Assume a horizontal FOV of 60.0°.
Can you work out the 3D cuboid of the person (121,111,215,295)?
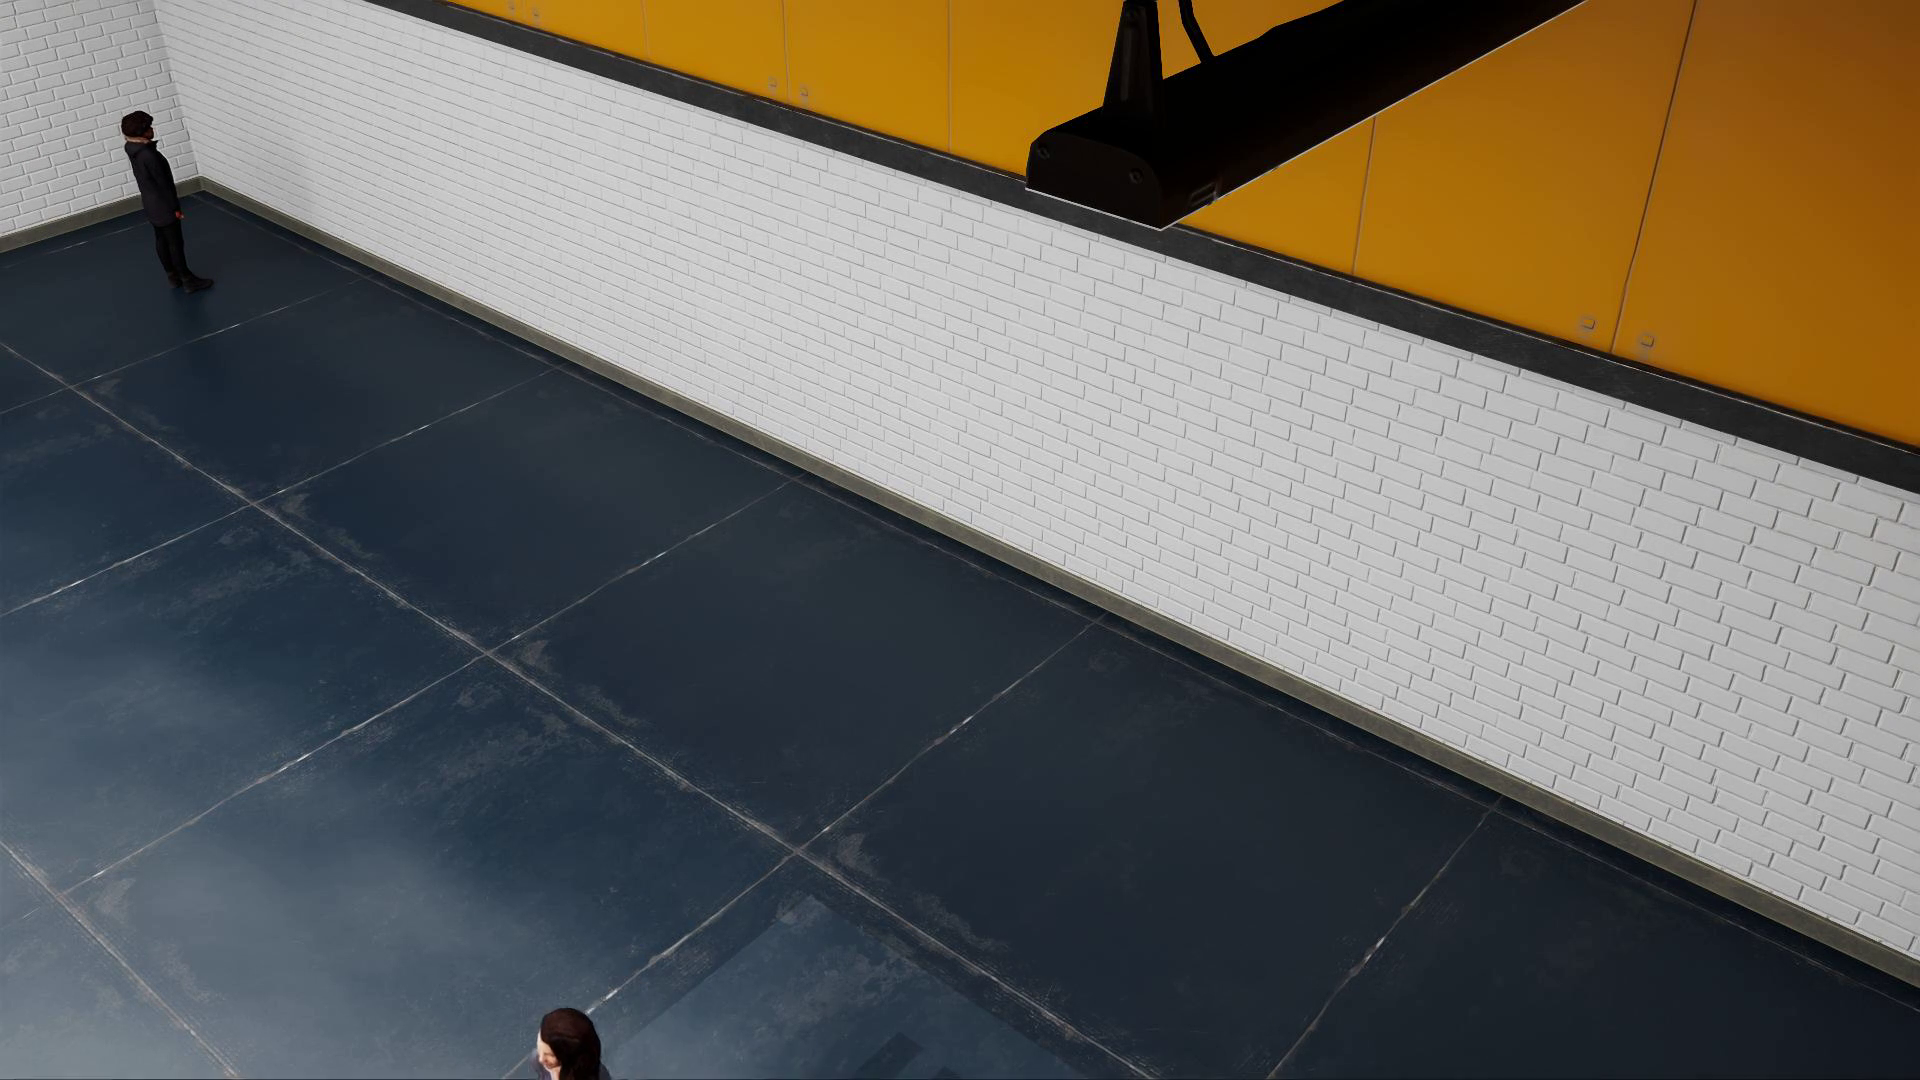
[{"bbox_3d":[-7.645,-3.223,15.895,0.623,1.781,0.609,22,40,30],"label":"person"}]

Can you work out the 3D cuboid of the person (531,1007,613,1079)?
[{"bbox_3d":[-1.544,2.591,7.172,0.669,1.754,0.671,17,37,23],"label":"person"}]
